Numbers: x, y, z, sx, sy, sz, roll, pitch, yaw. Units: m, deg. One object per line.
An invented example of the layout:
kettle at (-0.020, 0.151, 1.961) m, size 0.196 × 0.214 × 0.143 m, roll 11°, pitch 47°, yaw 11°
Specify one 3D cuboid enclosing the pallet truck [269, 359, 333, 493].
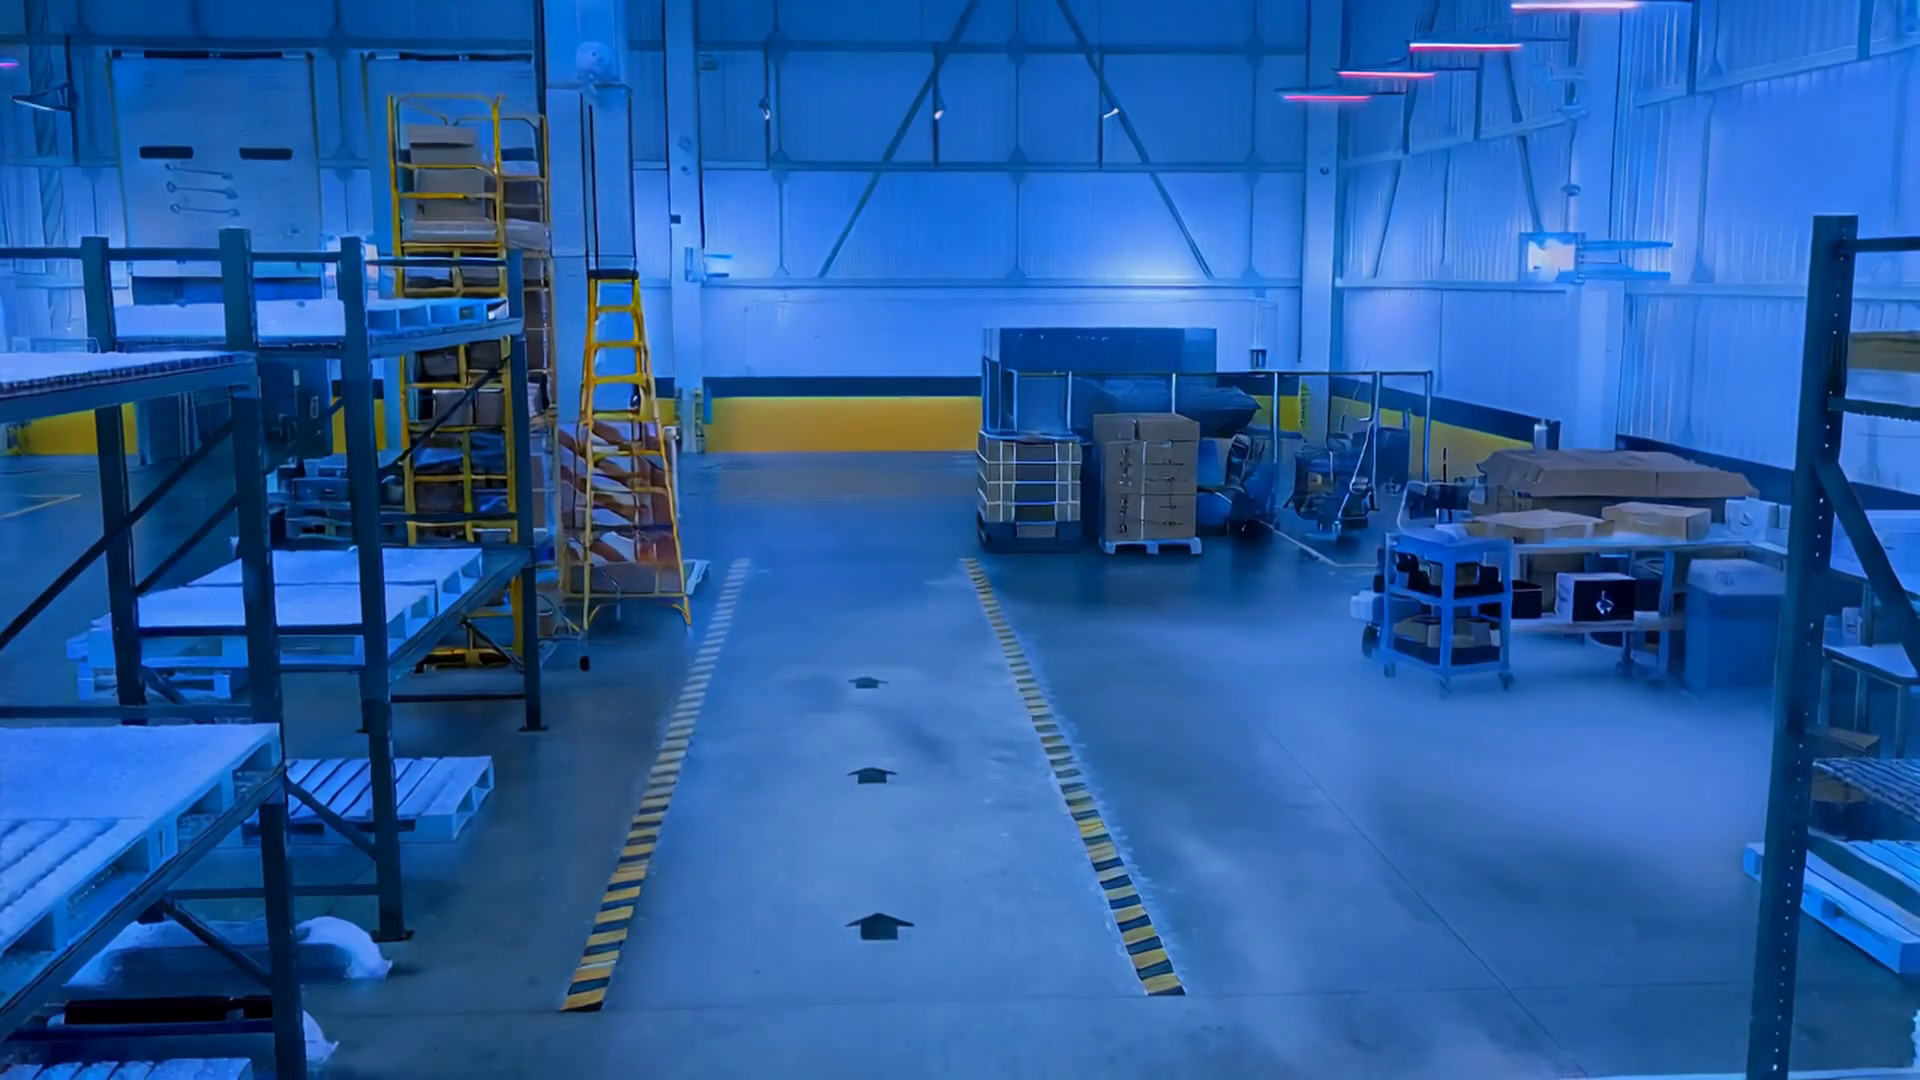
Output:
pallet truck at (-7.062, -1.131, 18.996) m, size 1.885 × 1.965 × 0.823 m, roll 2°, pitch 9°, yaw 13°
